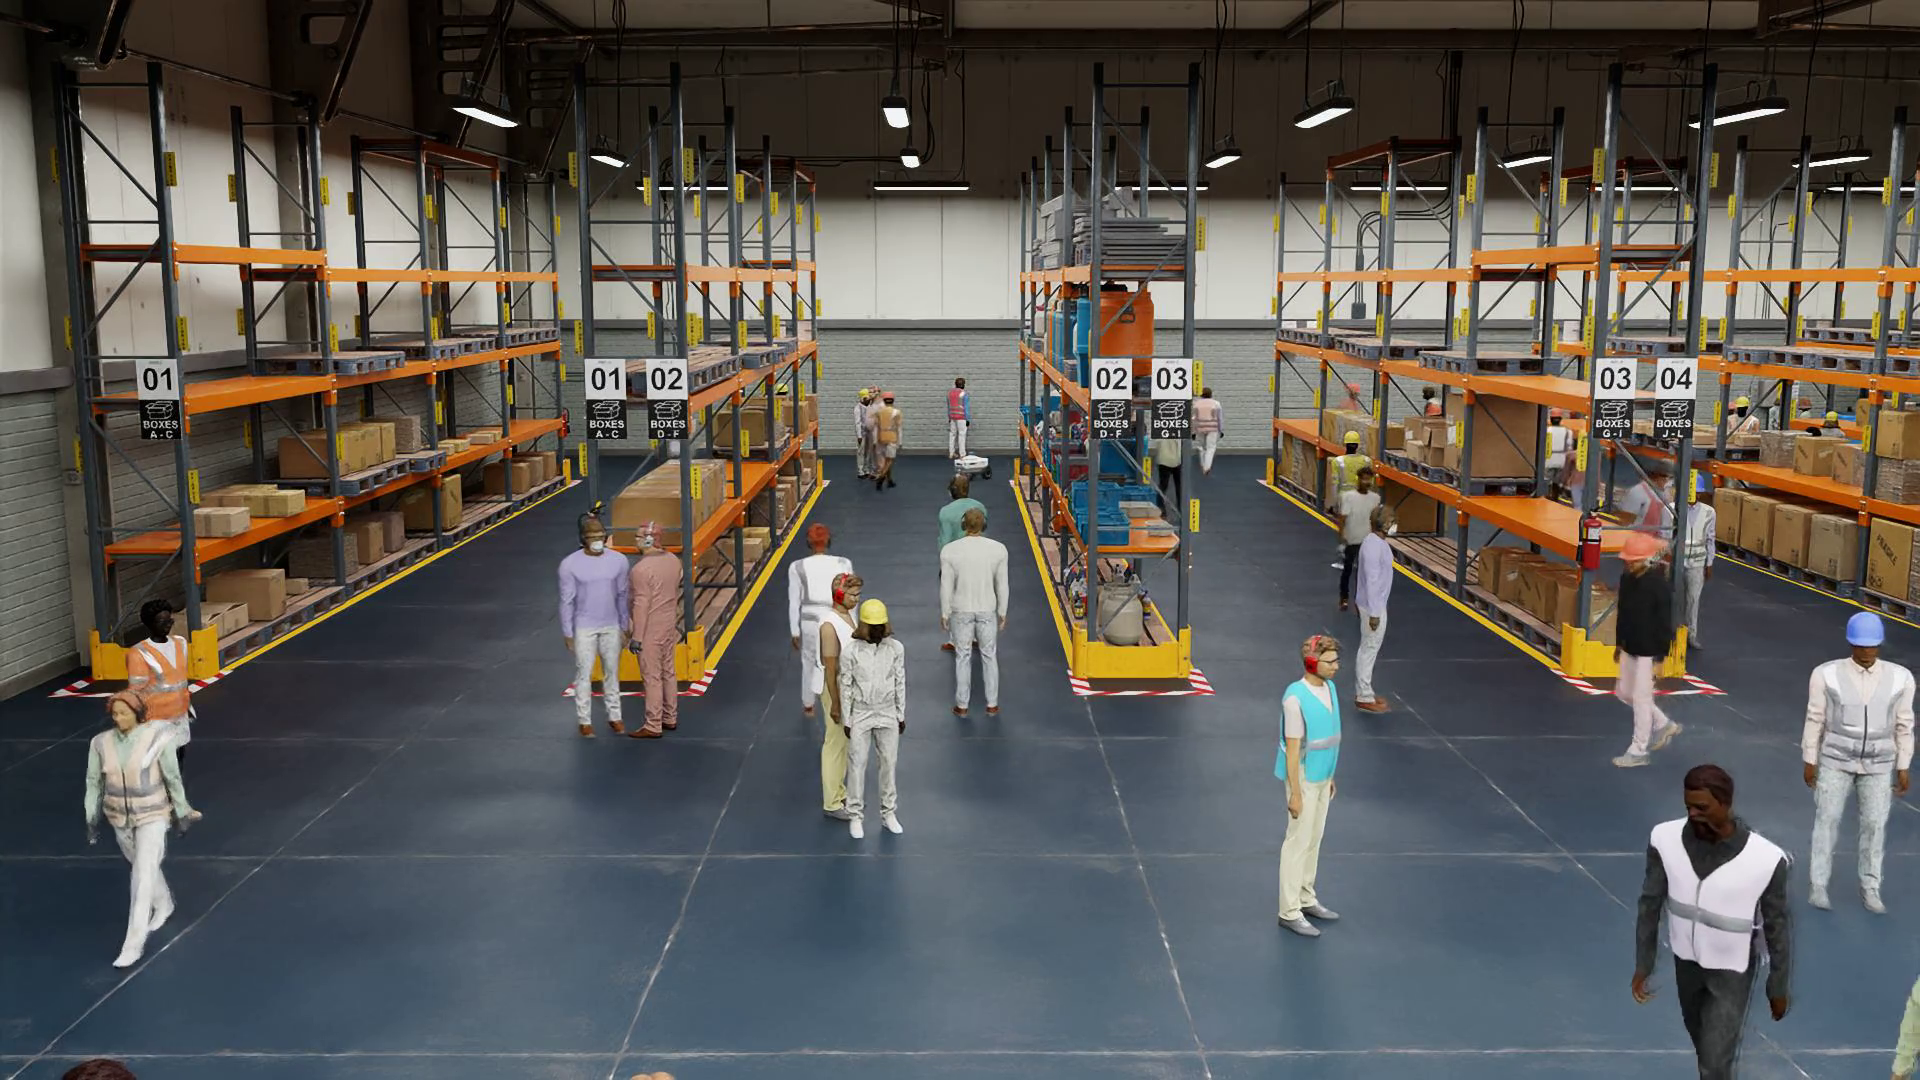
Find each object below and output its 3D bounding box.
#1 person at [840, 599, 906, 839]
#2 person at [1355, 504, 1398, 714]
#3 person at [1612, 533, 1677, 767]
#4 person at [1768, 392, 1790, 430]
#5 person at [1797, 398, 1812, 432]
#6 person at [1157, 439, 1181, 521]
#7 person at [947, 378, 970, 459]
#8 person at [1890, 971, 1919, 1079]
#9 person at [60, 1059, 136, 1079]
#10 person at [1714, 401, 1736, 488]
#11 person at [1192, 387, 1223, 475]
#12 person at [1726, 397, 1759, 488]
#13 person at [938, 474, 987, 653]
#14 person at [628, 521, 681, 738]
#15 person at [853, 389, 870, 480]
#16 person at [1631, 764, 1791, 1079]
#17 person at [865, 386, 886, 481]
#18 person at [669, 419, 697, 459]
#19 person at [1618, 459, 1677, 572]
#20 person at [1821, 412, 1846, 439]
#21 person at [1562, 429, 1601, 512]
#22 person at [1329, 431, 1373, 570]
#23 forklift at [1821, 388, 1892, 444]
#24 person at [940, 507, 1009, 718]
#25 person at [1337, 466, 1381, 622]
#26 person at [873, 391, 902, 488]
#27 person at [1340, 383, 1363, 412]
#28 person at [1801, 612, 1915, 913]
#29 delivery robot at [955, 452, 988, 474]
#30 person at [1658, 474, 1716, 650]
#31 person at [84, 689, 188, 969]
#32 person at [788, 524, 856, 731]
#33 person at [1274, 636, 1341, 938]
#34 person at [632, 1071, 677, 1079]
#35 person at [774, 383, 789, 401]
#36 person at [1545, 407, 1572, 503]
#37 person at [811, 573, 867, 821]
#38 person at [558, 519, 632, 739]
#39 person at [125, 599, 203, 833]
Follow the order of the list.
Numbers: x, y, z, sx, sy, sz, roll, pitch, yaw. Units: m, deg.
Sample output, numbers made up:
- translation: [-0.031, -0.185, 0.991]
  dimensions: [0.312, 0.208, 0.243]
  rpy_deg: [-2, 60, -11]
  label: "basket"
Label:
- translation: [-0.615, 1.273, 11.934]
  dimensions: [0.485, 1.738, 0.320]
  rpy_deg: [-3, 9, -20]
  label: "person"
- translation: [3.847, 0.628, 15.429]
  dimensions: [0.353, 1.937, 0.635]
  rpy_deg: [2, 9, 16]
  label: "person"
- translation: [5.638, 0.893, 13.643]
  dimensions: [0.676, 1.962, 0.637]
  rpy_deg: [-2, 9, -13]
  label: "person"
- translation: [16.852, -2.187, 34.199]
  dimensions: [0.485, 1.736, 0.321]
  rpy_deg: [-2, 9, -12]
  label: "person"
- translation: [17.061, -2.057, 33.685]
  dimensions: [0.280, 1.633, 0.503]
  rpy_deg: [6, 11, 33]
  label: "person"
- translation: [3.558, -1.287, 27.807]
  dimensions: [0.614, 1.918, 1.001]
  rpy_deg: [7, 11, 37]
  label: "person"
- translation: [-0.016, -2.724, 37.354]
  dimensions: [0.624, 1.835, 0.431]
  rpy_deg: [8, 12, 41]
  label: "person"
- translation: [3.873, 2.123, 6.450]
  dimensions: [0.733, 1.731, 0.561]
  rpy_deg: [-4, 10, -23]
  label: "person"
- translation: [-2.295, 2.326, 4.574]
  dimensions: [0.591, 1.919, 0.392]
  rpy_deg: [-1, 9, -5]
  label: "person"
- translation: [14.552, -1.769, 31.483]
  dimensions: [0.572, 1.734, 0.653]
  rpy_deg: [4, 10, 27]
  label: "person"
- translation: [5.113, -2.253, 34.396]
  dimensions: [0.651, 1.819, 0.697]
  rpy_deg: [4, 10, 21]
  label: "person"
- translation: [13.988, -1.606, 29.840]
  dimensions: [0.584, 1.927, 0.367]
  rpy_deg: [8, 12, 43]
  label: "person"
- translation: [0.023, 0.251, 17.903]
  dimensions: [0.626, 1.930, 0.370]
  rpy_deg: [-8, 12, -40]
  label: "person"
- translation: [-2.701, 0.777, 14.566]
  dimensions: [0.407, 1.913, 0.641]
  rpy_deg: [3, 9, 19]
  label: "person"
- translation: [-1.906, -2.126, 33.485]
  dimensions: [0.404, 1.833, 0.590]
  rpy_deg: [4, 10, 22]
  label: "person"
- translation: [3.267, 1.914, 7.335]
  dimensions: [0.855, 1.879, 0.595]
  rpy_deg: [-7, 11, -37]
  label: "person"
- translation: [-1.704, -2.128, 33.261]
  dimensions: [0.406, 1.911, 0.639]
  rpy_deg: [-5, 10, -28]
  label: "person"
- translation: [-4.971, -1.577, 29.747]
  dimensions: [0.548, 1.907, 0.599]
  rpy_deg: [2, 9, 12]
  label: "person"
- translation: [7.848, 0.032, 18.939]
  dimensions: [0.767, 2.000, 0.545]
  rpy_deg: [-5, 10, -27]
  label: "person"
- translation: [15.039, -1.352, 28.797]
  dimensions: [0.487, 1.744, 0.294]
  rpy_deg: [5, 10, 30]
  label: "person"
- translation: [9.577, -0.843, 25.580]
  dimensions: [0.523, 1.725, 0.892]
  rpy_deg: [1, 9, 6]
  label: "person"
- translation: [5.398, -0.547, 23.027]
  dimensions: [0.594, 1.925, 0.369]
  rpy_deg: [-1, 9, -9]
  label: "person"
- translation: [20.072, -3.110, 36.462]
  dimensions: [1.873, 2.768, 1.129]
  rpy_deg: [0, 9, 0]
  label: "forklift"
- translation: [0.131, 0.663, 15.205]
  dimensions: [0.635, 1.937, 0.355]
  rpy_deg: [-1, 9, -7]
  label: "person"
- translation: [4.710, 0.012, 19.753]
  dimensions: [0.525, 1.838, 0.933]
  rpy_deg: [0, 9, 3]
  label: "person"
- translation: [-1.424, -1.906, 31.900]
  dimensions: [0.593, 1.900, 0.789]
  rpy_deg: [4, 10, 24]
  label: "person"
- translation: [7.868, -2.106, 32.902]
  dimensions: [0.799, 1.965, 0.633]
  rpy_deg: [8, 12, 41]
  label: "person"
- translation: [5.658, 1.398, 10.500]
  dimensions: [0.628, 1.936, 0.434]
  rpy_deg: [3, 9, 18]
  label: "person"
- translation: [0.226, -1.522, 33.399]
  dimensions: [0.707, 0.478, 0.477]
  rpy_deg: [-8, 12, -44]
  label: "delivery robot"
- translation: [7.846, 0.234, 17.985]
  dimensions: [0.599, 1.939, 0.411]
  rpy_deg: [1, 9, 5]
  label: "person"
- translation: [-4.908, 1.659, 9.921]
  dimensions: [0.533, 1.589, 0.899]
  rpy_deg: [0, 9, 2]
  label: "person"
- translation: [-1.231, 0.766, 14.884]
  dimensions: [0.598, 1.830, 0.986]
  rpy_deg: [-1, 9, -6]
  label: "person"
- translation: [2.139, 1.484, 10.230]
  dimensions: [0.374, 1.841, 0.574]
  rpy_deg: [6, 11, 34]
  label: "person"
- translation: [-0.888, 2.400, 5.001]
  dimensions: [0.515, 1.638, 0.308]
  rpy_deg: [-1, 9, -6]
  label: "person"
- translation: [-3.582, -2.231, 33.893]
  dimensions: [0.392, 1.918, 0.588]
  rpy_deg: [0, 9, 2]
  label: "person"
- translation: [9.920, -1.277, 27.746]
  dimensions: [0.550, 1.921, 0.569]
  rpy_deg: [1, 9, 4]
  label: "person"
- translation: [-0.901, 1.151, 12.389]
  dimensions: [0.389, 1.838, 0.563]
  rpy_deg: [1, 9, 8]
  label: "person"
- translation: [-3.178, 0.771, 14.546]
  dimensions: [0.623, 1.935, 0.370]
  rpy_deg: [-5, 10, -29]
  label: "person"
- translation: [-5.795, 1.264, 12.116]
  dimensions: [0.315, 1.696, 0.540]
  rpy_deg: [3, 9, 19]
  label: "person"
